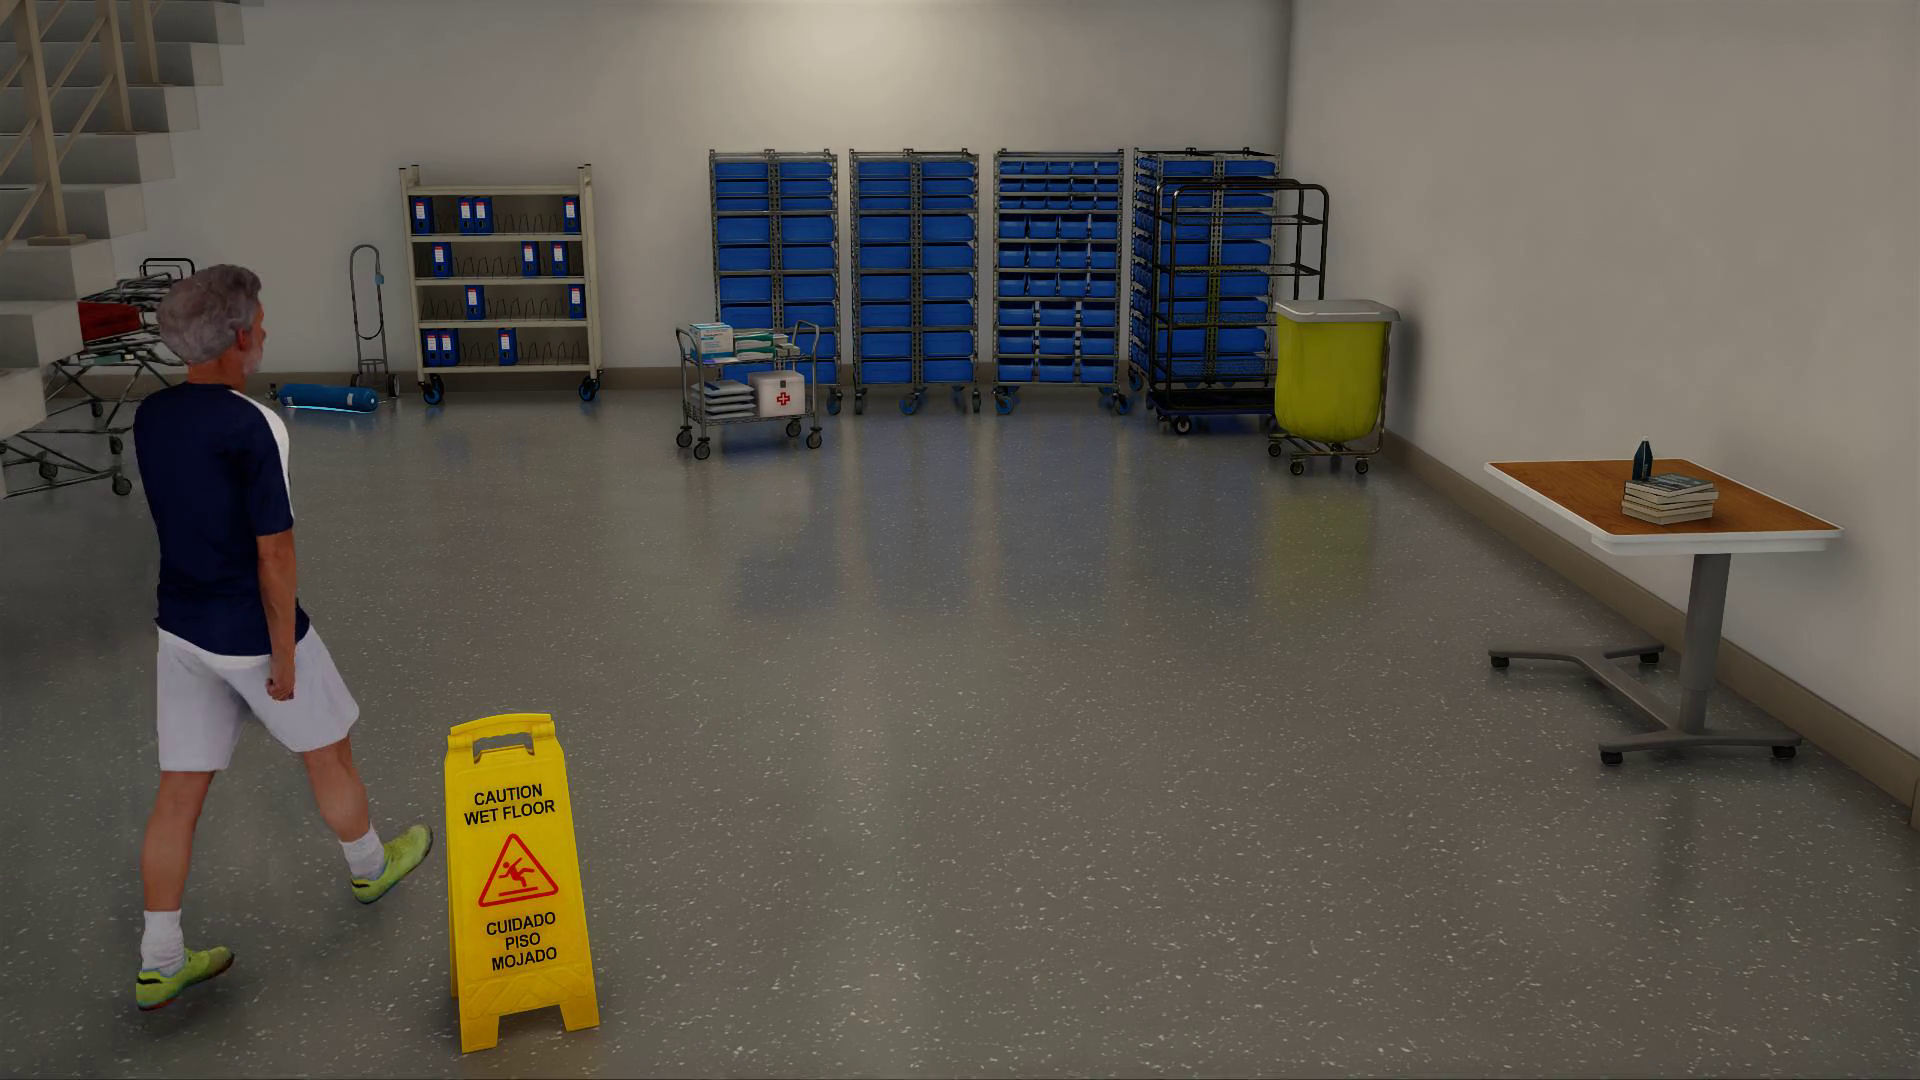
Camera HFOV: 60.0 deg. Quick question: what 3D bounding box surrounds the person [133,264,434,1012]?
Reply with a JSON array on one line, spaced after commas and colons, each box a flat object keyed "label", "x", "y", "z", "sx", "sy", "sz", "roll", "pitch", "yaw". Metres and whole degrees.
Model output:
[{"label": "person", "x": -1.853, "y": 0.270, "z": 4.091, "sx": 0.987, "sy": 1.792, "sz": 1.255, "roll": 6, "pitch": 17, "yaw": 20}]
